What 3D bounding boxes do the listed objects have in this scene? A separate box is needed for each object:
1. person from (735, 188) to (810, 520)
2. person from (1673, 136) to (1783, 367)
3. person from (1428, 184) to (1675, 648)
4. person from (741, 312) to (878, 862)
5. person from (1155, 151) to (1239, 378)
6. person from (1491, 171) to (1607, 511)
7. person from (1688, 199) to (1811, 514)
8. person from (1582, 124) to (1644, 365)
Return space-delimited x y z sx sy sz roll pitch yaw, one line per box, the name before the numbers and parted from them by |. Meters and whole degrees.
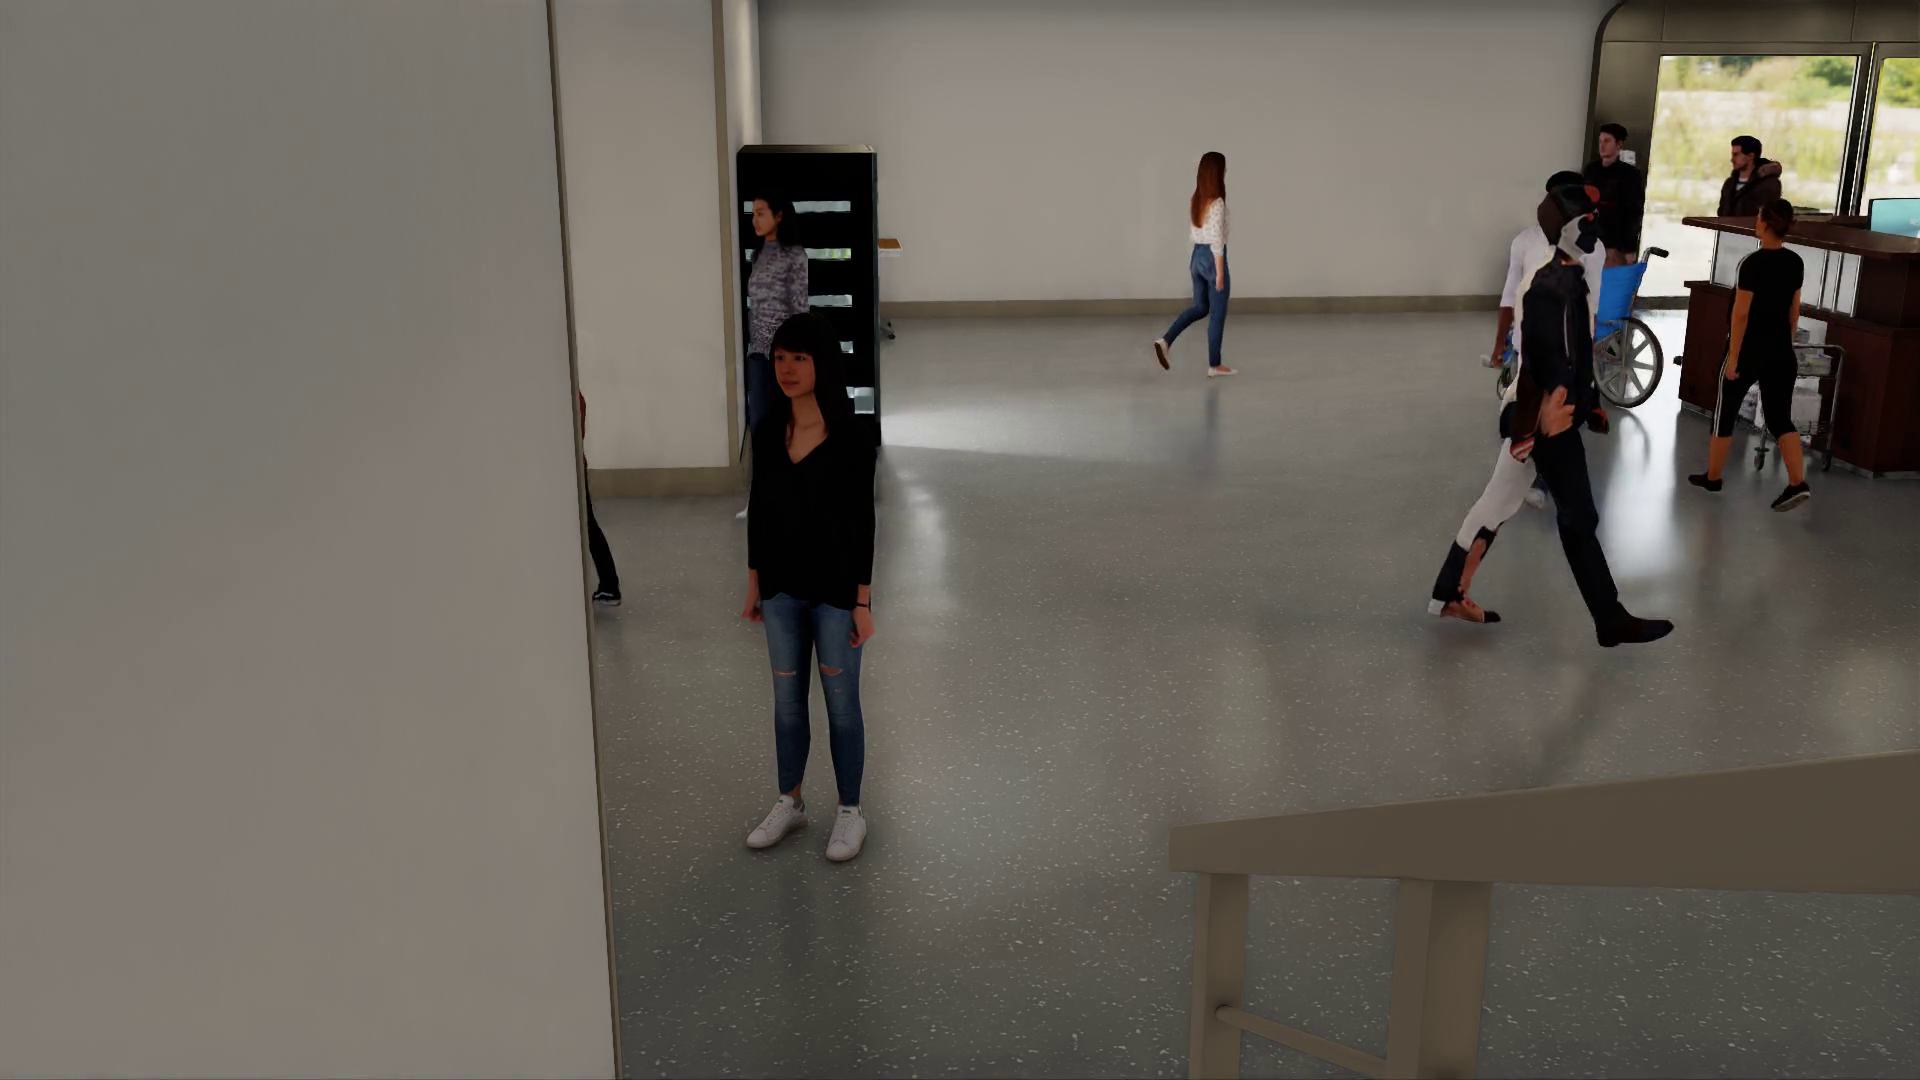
person | -0.883 -0.973 8.779 0.997 1.717 1.051 14 21 40
person | 6.164 -2.186 12.929 1.004 1.800 1.086 -6 17 -22
person | 2.286 -0.473 6.777 1.078 1.841 1.233 6 17 19
person | -0.439 0.136 4.976 0.646 1.646 0.648 6 17 20
person | 1.836 -2.091 12.743 0.802 1.718 0.928 -6 17 -20
person | 3.212 -1.082 9.061 1.105 1.774 1.223 10 19 33
person | 4.326 -0.955 8.868 0.668 1.636 1.115 -3 16 -11
person | 5.050 -2.269 13.014 0.956 1.913 0.919 -10 19 -32
